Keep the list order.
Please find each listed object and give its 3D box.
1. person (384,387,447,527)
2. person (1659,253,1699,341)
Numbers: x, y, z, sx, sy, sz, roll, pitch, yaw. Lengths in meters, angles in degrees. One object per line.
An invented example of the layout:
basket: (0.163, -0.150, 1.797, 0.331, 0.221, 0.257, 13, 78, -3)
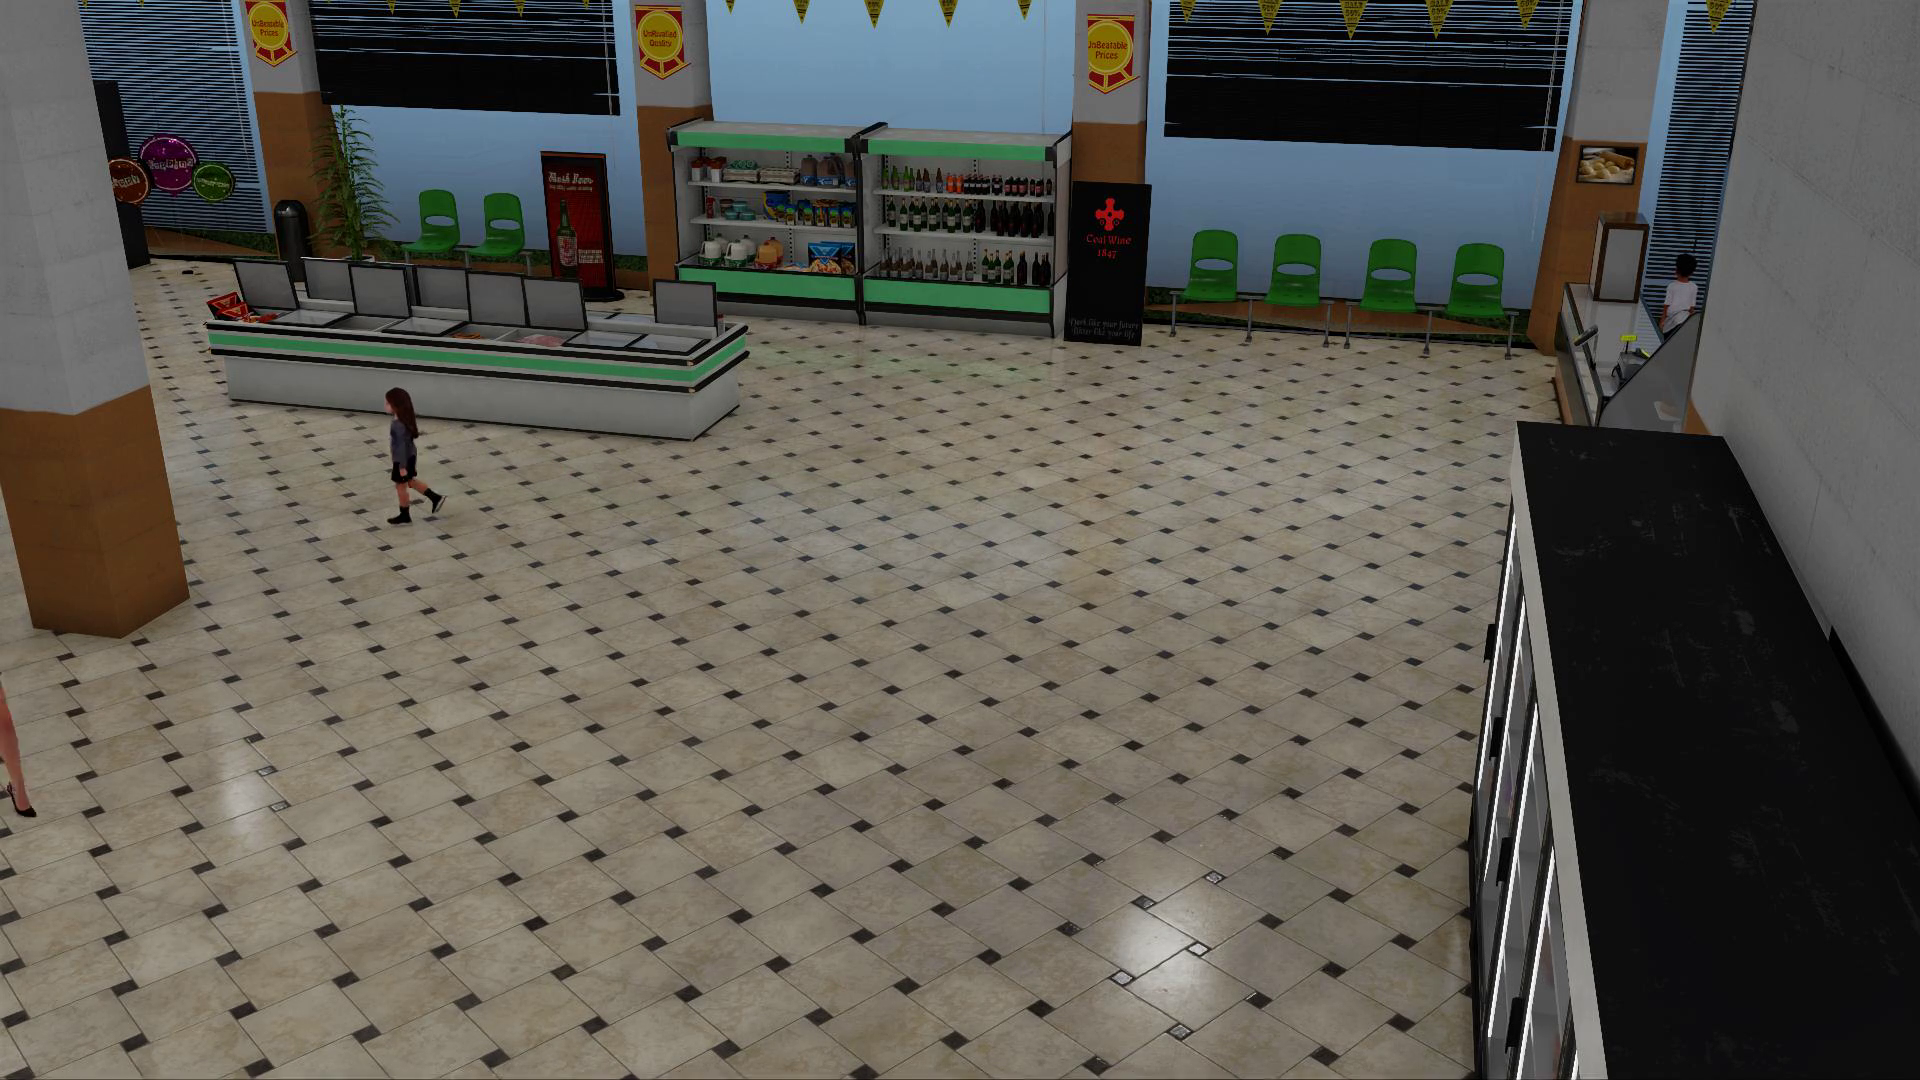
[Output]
person: (-4.234, -0.648, 12.800, 0.754, 1.098, 0.643, -5, 22, -13)
person: (7.100, -2.206, 16.460, 0.512, 1.261, 0.610, -2, 22, -5)
